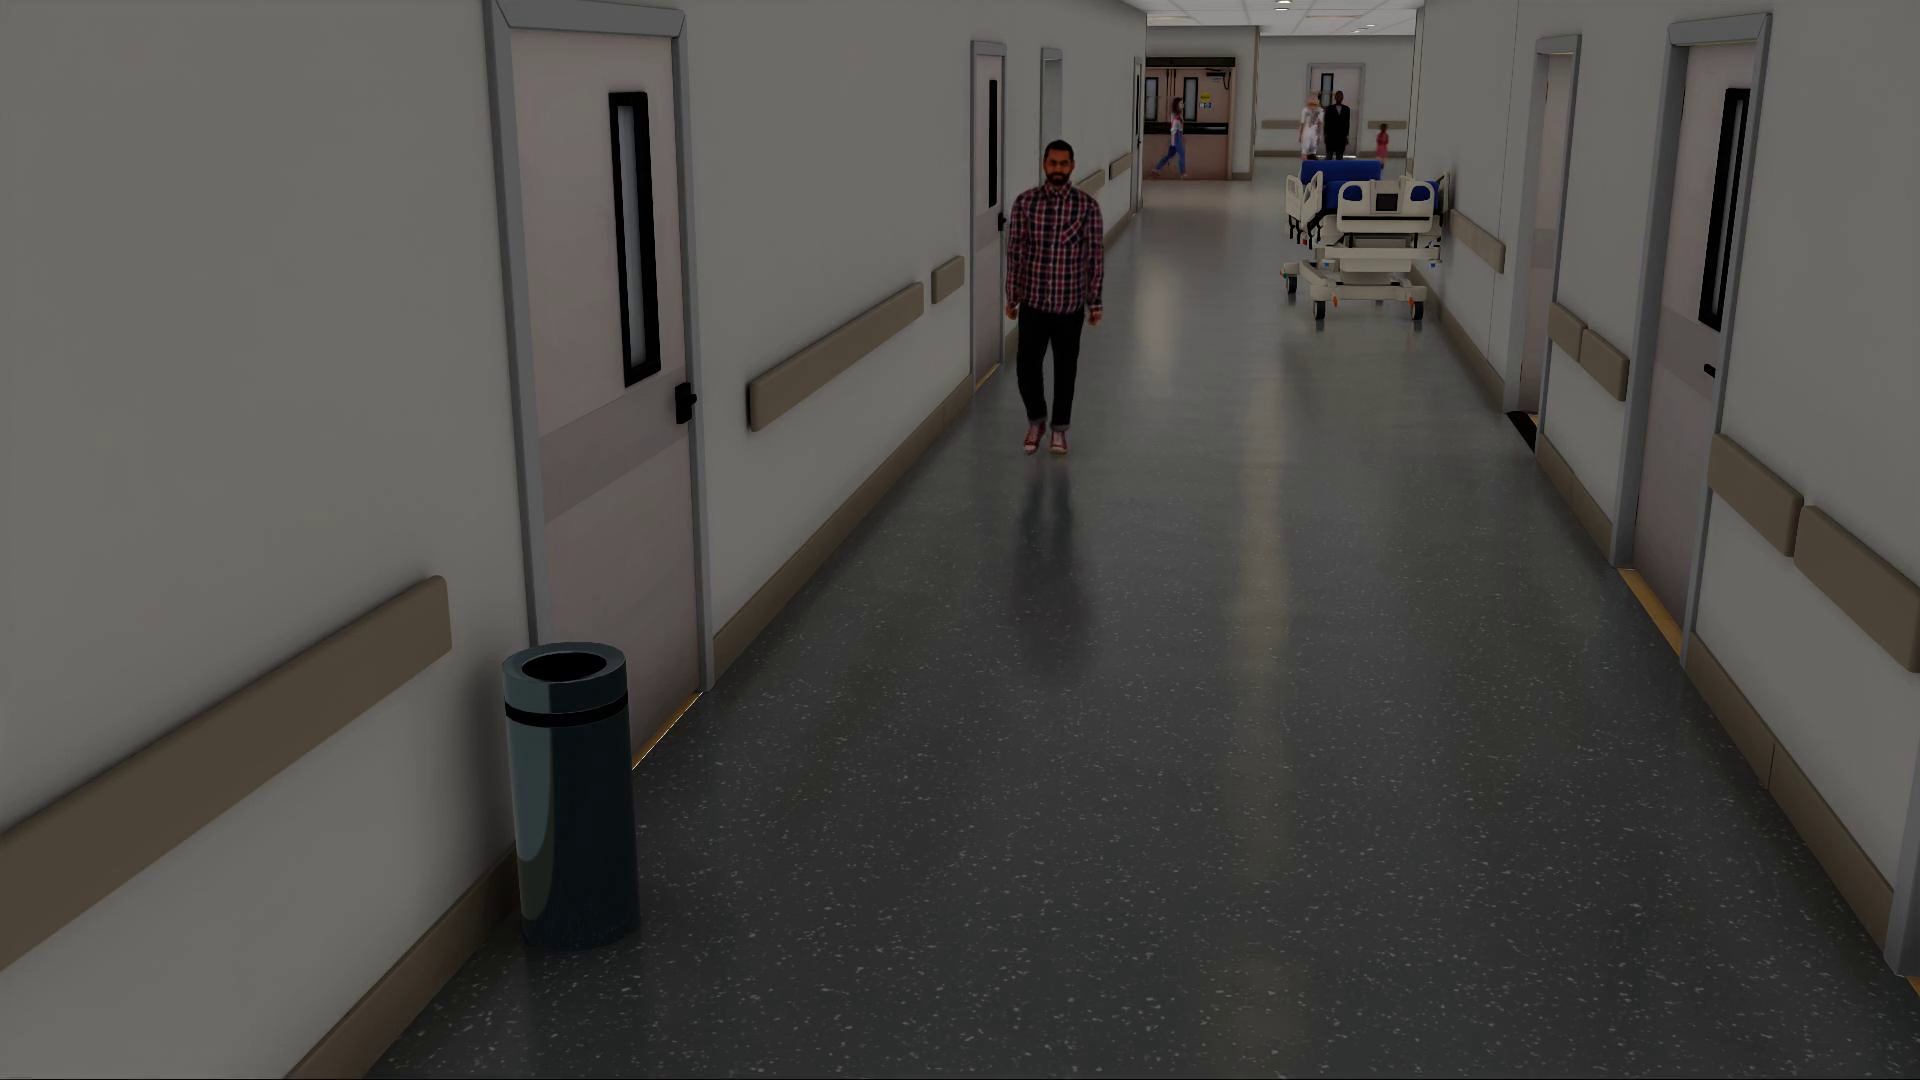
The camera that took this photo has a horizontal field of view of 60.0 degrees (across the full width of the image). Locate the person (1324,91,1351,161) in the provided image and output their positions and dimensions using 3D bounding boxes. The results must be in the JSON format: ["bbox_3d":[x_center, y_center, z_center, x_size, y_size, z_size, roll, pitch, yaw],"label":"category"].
[{"bbox_3d":[7.291,-7.803,32.230,0.543,1.761,0.736,0,16,1],"label":"person"}]

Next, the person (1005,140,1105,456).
[{"bbox_3d":[0.531,-1.371,9.437,0.561,1.749,0.782,2,16,7],"label":"person"}]

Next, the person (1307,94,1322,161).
[{"bbox_3d":[7.086,-8.007,33.045,0.731,1.712,0.711,8,18,27],"label":"person"}]

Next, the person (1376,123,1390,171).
[{"bbox_3d":[9.254,-8.624,36.527,0.677,1.008,0.563,6,17,21],"label":"person"}]

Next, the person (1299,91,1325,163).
[{"bbox_3d":[6.952,-7.961,32.877,0.991,1.713,0.665,2,16,7],"label":"person"}]

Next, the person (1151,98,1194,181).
[{"bbox_3d":[4.211,-7.966,33.148,1.083,1.577,0.666,4,16,14],"label":"person"}]
